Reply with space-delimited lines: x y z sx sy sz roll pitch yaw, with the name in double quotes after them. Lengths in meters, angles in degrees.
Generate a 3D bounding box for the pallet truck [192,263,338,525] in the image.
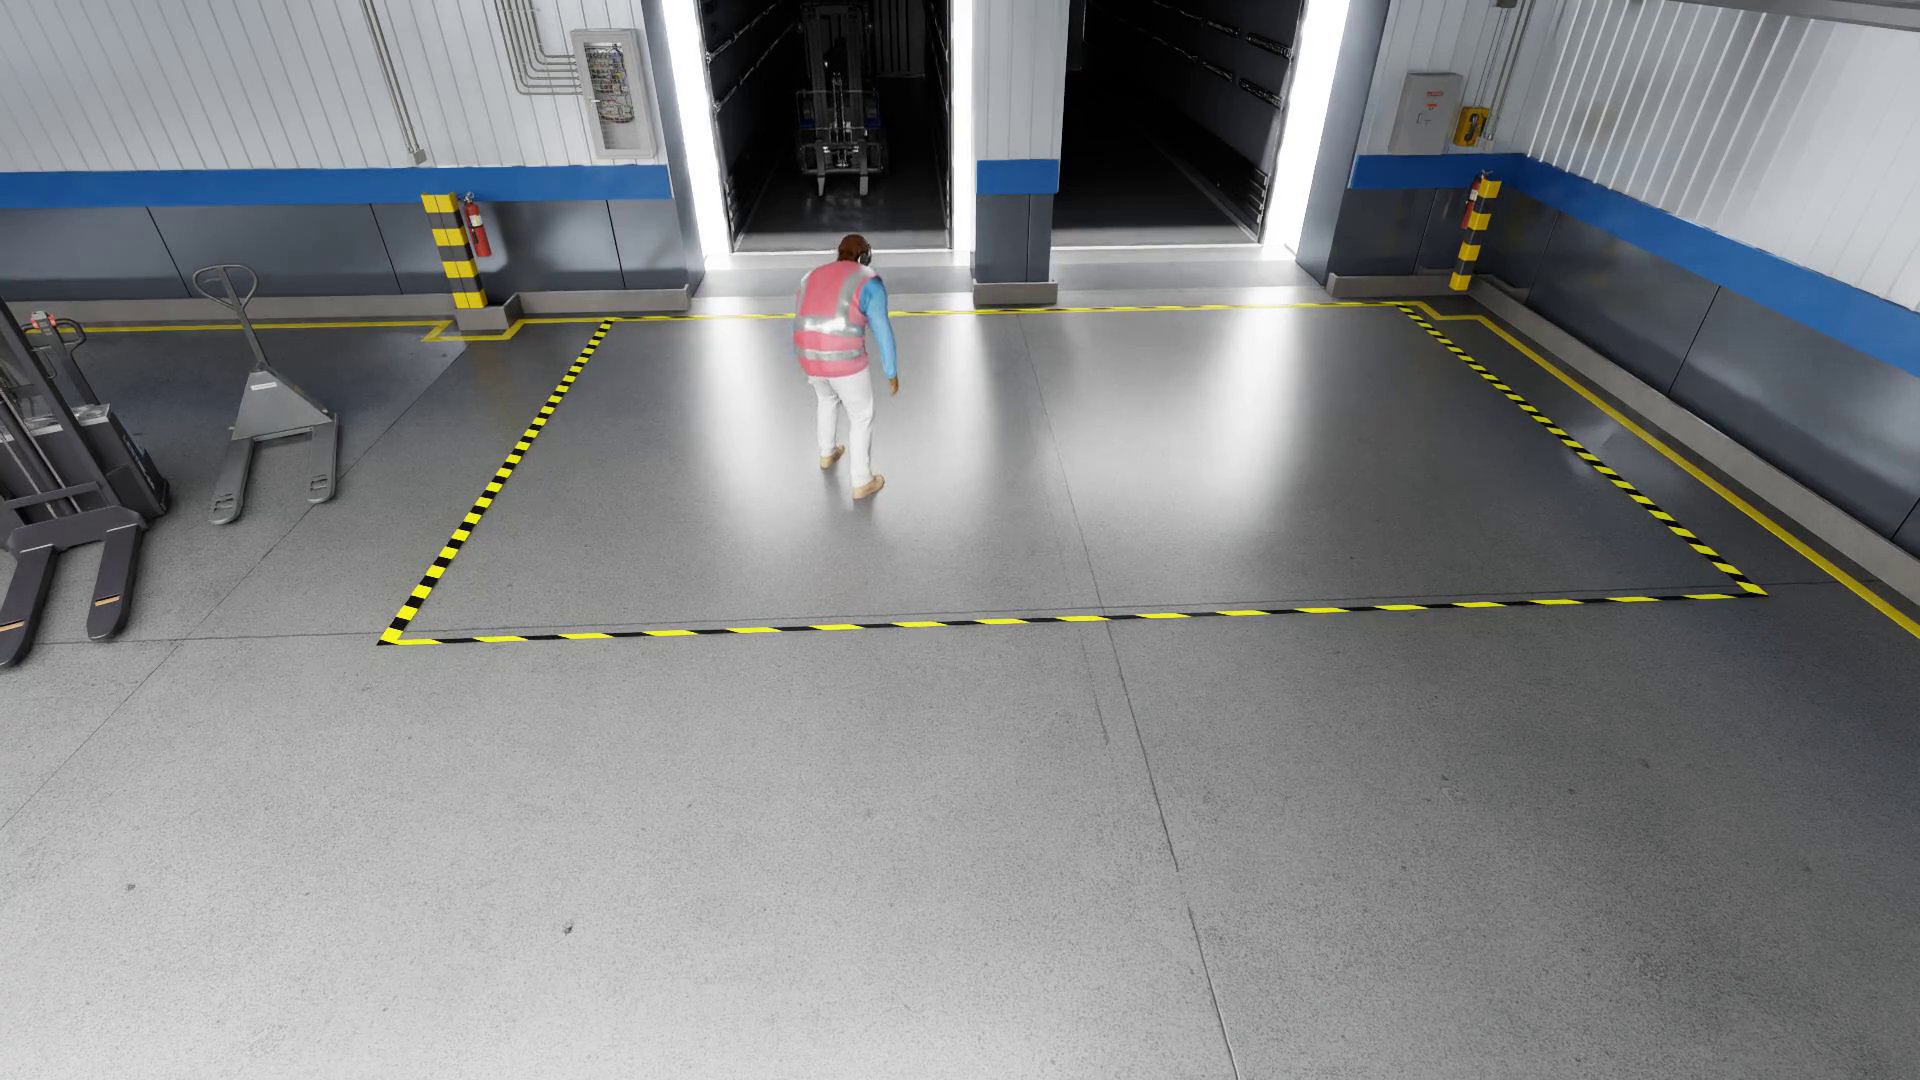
-4.778 -1.027 6.128 0.680 1.201 1.601 -17 38 -23 "pallet truck"

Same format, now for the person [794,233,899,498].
-0.690 -1.145 6.038 0.758 1.552 0.801 15 38 20 "person"

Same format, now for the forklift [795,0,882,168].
-1.732 -6.652 13.236 1.157 2.036 2.680 -3 35 -4 "forklift"

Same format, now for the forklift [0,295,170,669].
-5.212 -0.618 4.878 0.823 1.965 1.885 -20 39 -26 "forklift"
